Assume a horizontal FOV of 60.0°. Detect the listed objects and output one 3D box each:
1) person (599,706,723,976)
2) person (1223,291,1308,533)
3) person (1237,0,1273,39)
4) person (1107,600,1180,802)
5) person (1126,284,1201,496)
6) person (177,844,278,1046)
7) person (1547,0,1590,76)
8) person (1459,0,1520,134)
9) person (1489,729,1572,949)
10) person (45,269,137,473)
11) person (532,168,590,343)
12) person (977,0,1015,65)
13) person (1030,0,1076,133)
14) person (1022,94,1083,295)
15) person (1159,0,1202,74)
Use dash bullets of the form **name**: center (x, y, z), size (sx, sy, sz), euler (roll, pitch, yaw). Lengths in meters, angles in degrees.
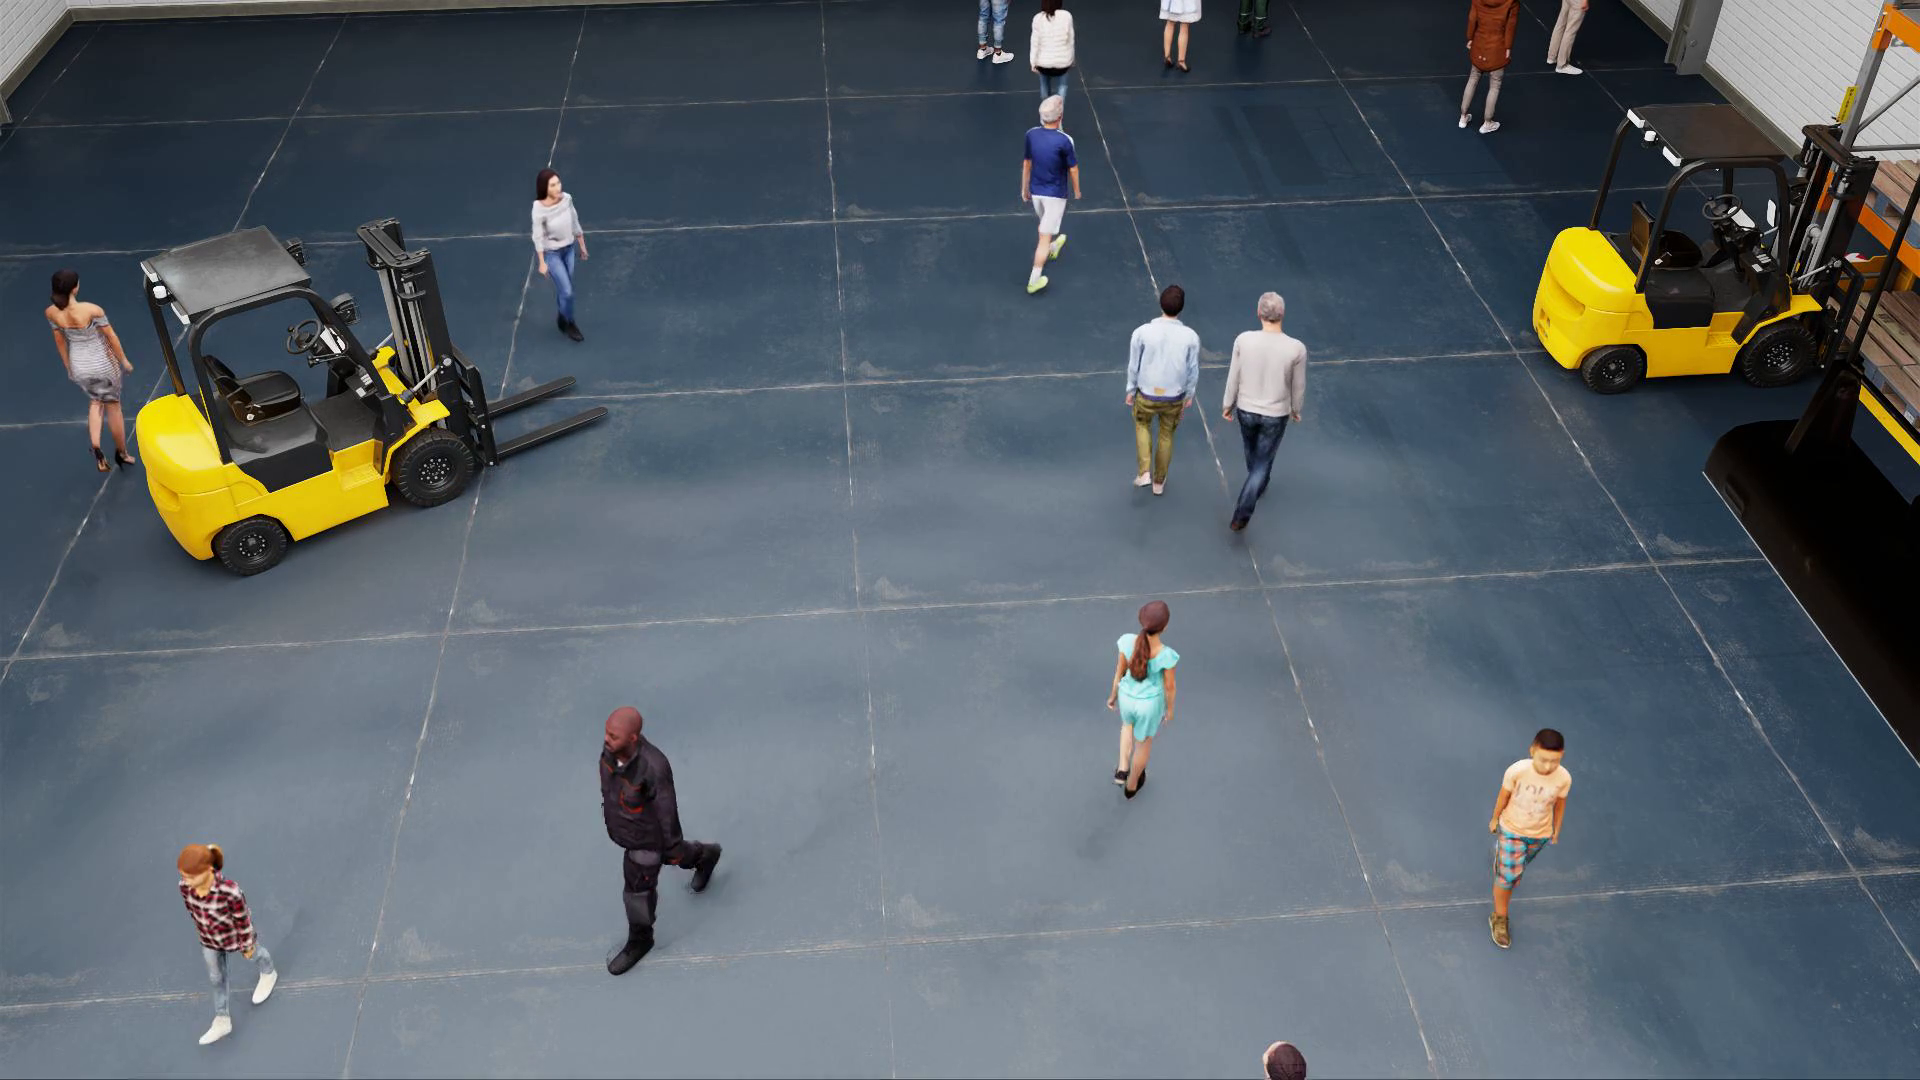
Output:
- **person**: center (-1.704, 1.559, 9.362), size (1.213, 1.802, 1.239), euler (31, 48, 33)
- **person**: center (2.242, -0.887, 12.384), size (1.130, 1.854, 1.335), euler (17, 42, 20)
- **person**: center (3.606, -7.003, 20.054), size (0.776, 1.839, 0.839), euler (28, 47, 31)
- **person**: center (1.084, 1.030, 10.227), size (0.676, 1.549, 0.718), euler (19, 42, 22)
- **person**: center (1.522, -1.074, 12.663), size (0.755, 1.798, 0.758), euler (4, 39, 5)
- **person**: center (-3.985, 2.087, 9.116), size (0.663, 1.285, 0.867), euler (5, 39, 7)
- **person**: center (7.140, -6.363, 19.234), size (0.727, 1.862, 0.480), euler (-3, 39, -4)
- **person**: center (5.725, -5.315, 17.940), size (0.848, 1.839, 0.913), euler (30, 47, 32)
- **person**: center (3.248, 1.608, 9.593), size (0.632, 1.438, 0.987), euler (2, 39, 3)
- **person**: center (-6.711, -1.238, 12.861), size (0.616, 1.807, 0.730), euler (-3, 39, -3)
- **person**: center (-3.591, -2.533, 14.631), size (0.811, 1.621, 0.741), euler (23, 44, 26)
- **person**: center (0.376, -6.508, 19.455), size (0.773, 1.814, 0.841), euler (29, 47, 31)
- **person**: center (1.019, -5.165, 17.923), size (0.703, 1.626, 0.885), euler (1, 39, 1)
- **person**: center (0.771, -3.120, 15.237), size (1.092, 1.783, 1.219), euler (23, 44, 26)
- **person**: center (2.558, -6.315, 19.211), size (0.856, 1.815, 0.919), euler (30, 47, 32)
